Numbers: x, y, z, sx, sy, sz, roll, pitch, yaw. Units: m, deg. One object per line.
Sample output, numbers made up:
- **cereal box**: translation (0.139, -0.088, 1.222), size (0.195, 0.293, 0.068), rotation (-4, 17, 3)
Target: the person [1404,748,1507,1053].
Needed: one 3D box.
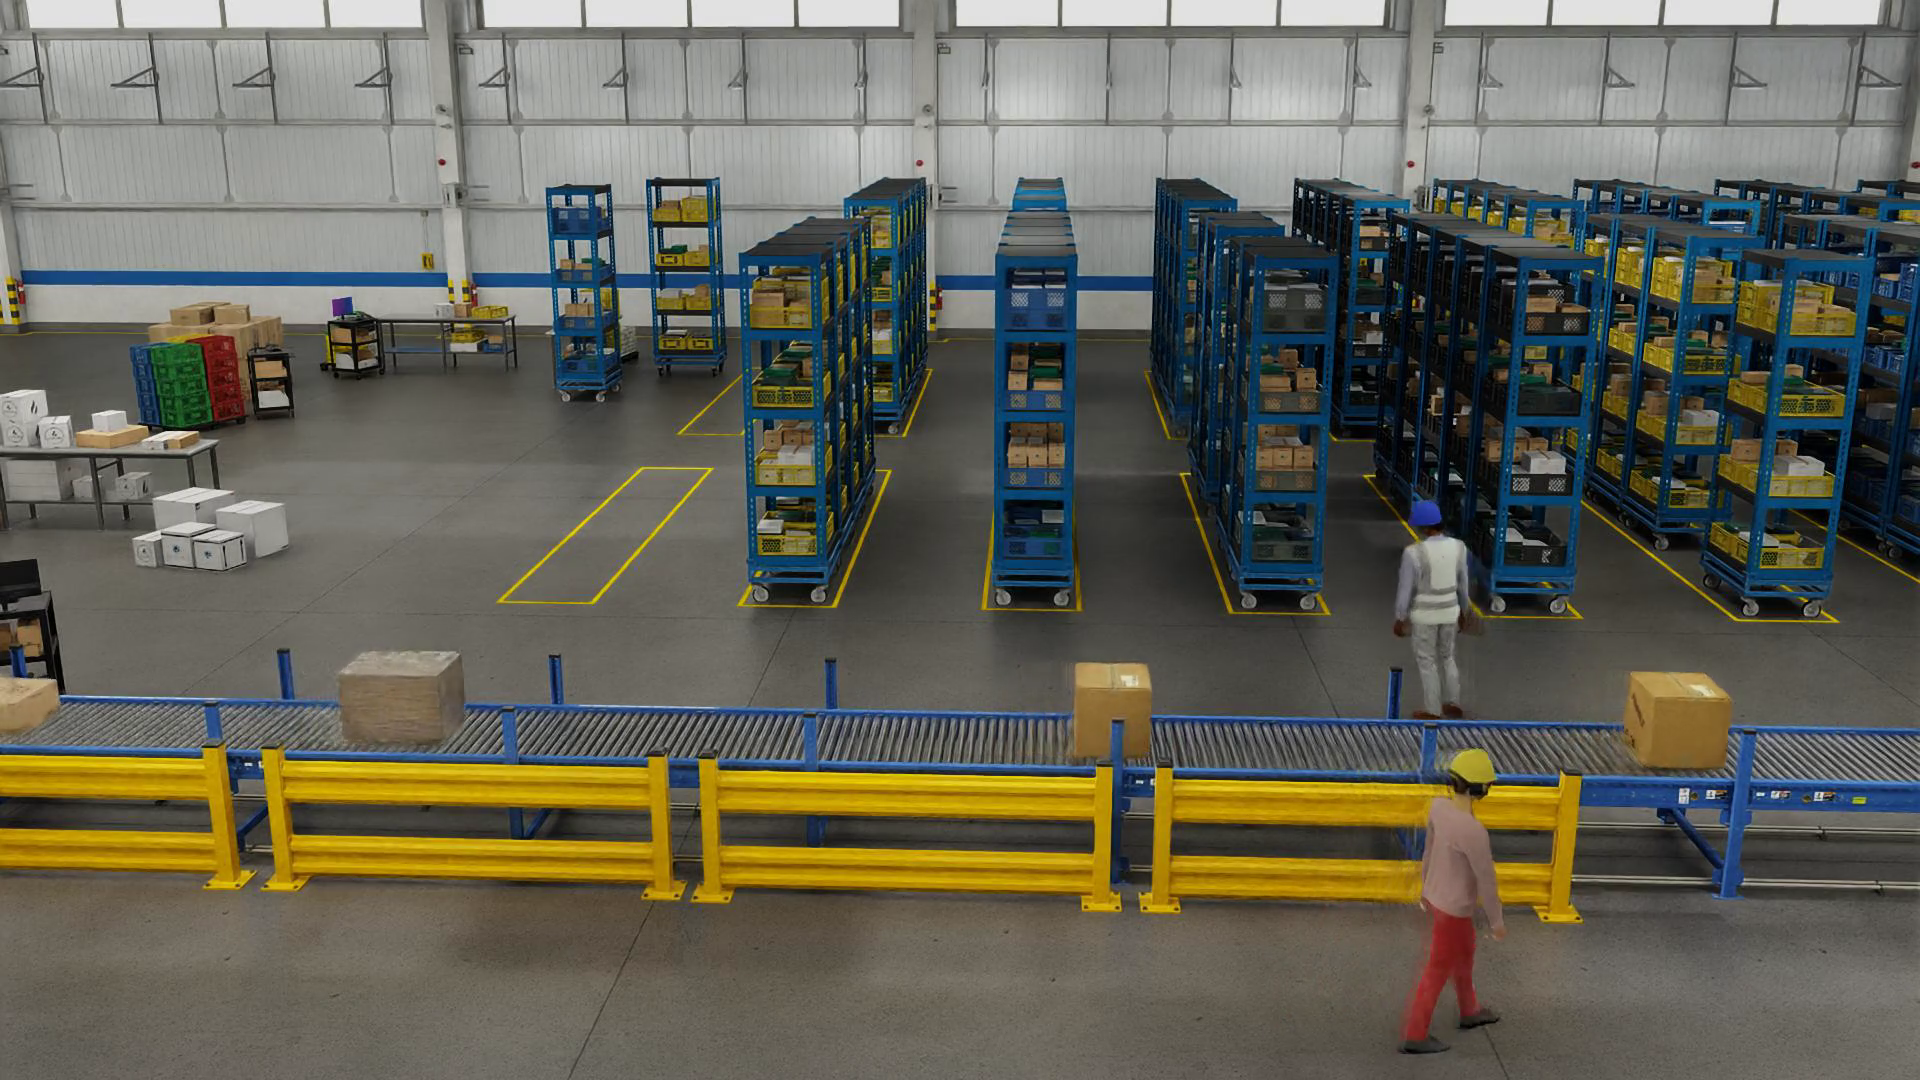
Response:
- **person**: translation (2.776, 1.956, 8.994), size (0.768, 1.741, 0.530), rotation (-2, 15, -8)

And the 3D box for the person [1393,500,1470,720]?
- **person**: translation (3.873, 0.605, 13.679), size (0.647, 1.913, 0.437), rotation (-6, 16, -20)
